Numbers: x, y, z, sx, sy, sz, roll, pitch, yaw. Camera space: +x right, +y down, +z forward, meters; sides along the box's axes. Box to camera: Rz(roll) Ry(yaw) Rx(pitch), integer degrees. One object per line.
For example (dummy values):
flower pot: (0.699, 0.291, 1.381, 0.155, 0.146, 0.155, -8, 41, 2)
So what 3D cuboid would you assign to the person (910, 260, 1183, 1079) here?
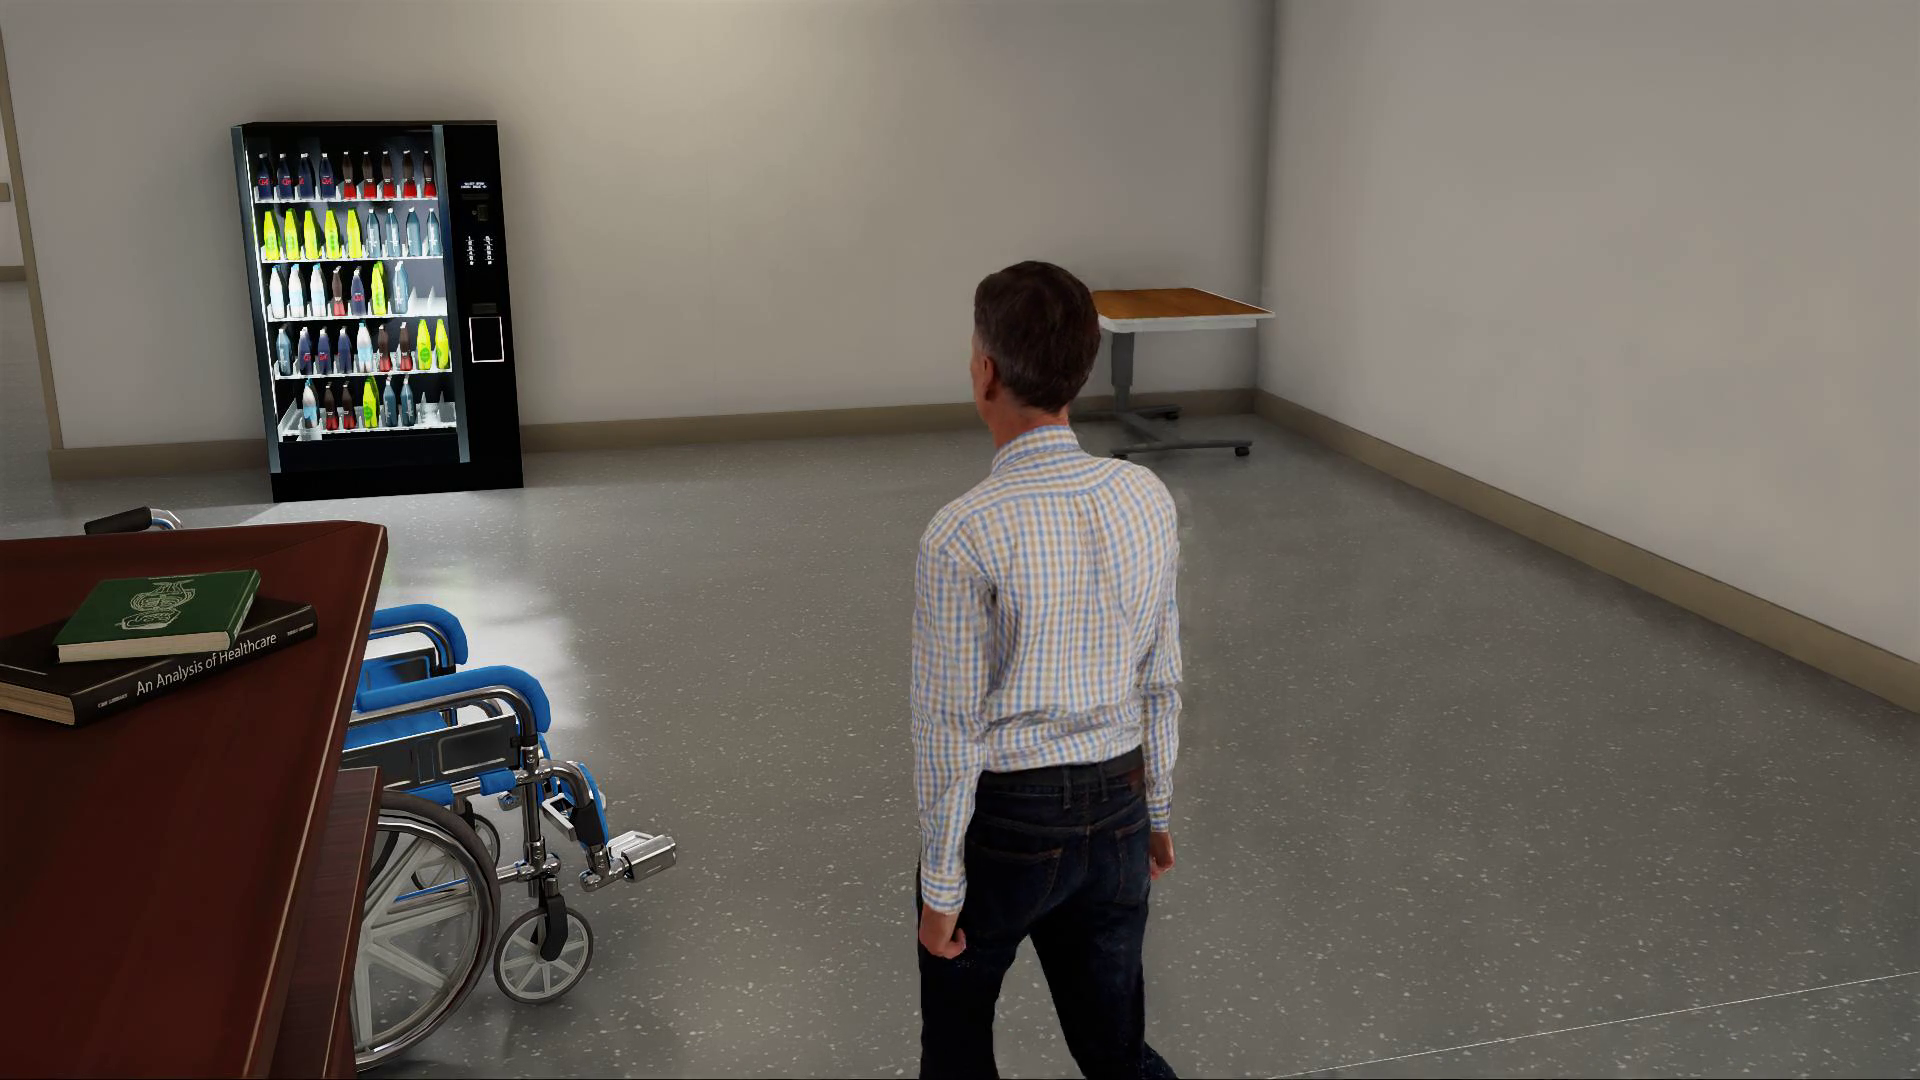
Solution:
person: (0.181, 0.495, 2.608, 1.119, 1.792, 0.926, -9, 18, -30)
